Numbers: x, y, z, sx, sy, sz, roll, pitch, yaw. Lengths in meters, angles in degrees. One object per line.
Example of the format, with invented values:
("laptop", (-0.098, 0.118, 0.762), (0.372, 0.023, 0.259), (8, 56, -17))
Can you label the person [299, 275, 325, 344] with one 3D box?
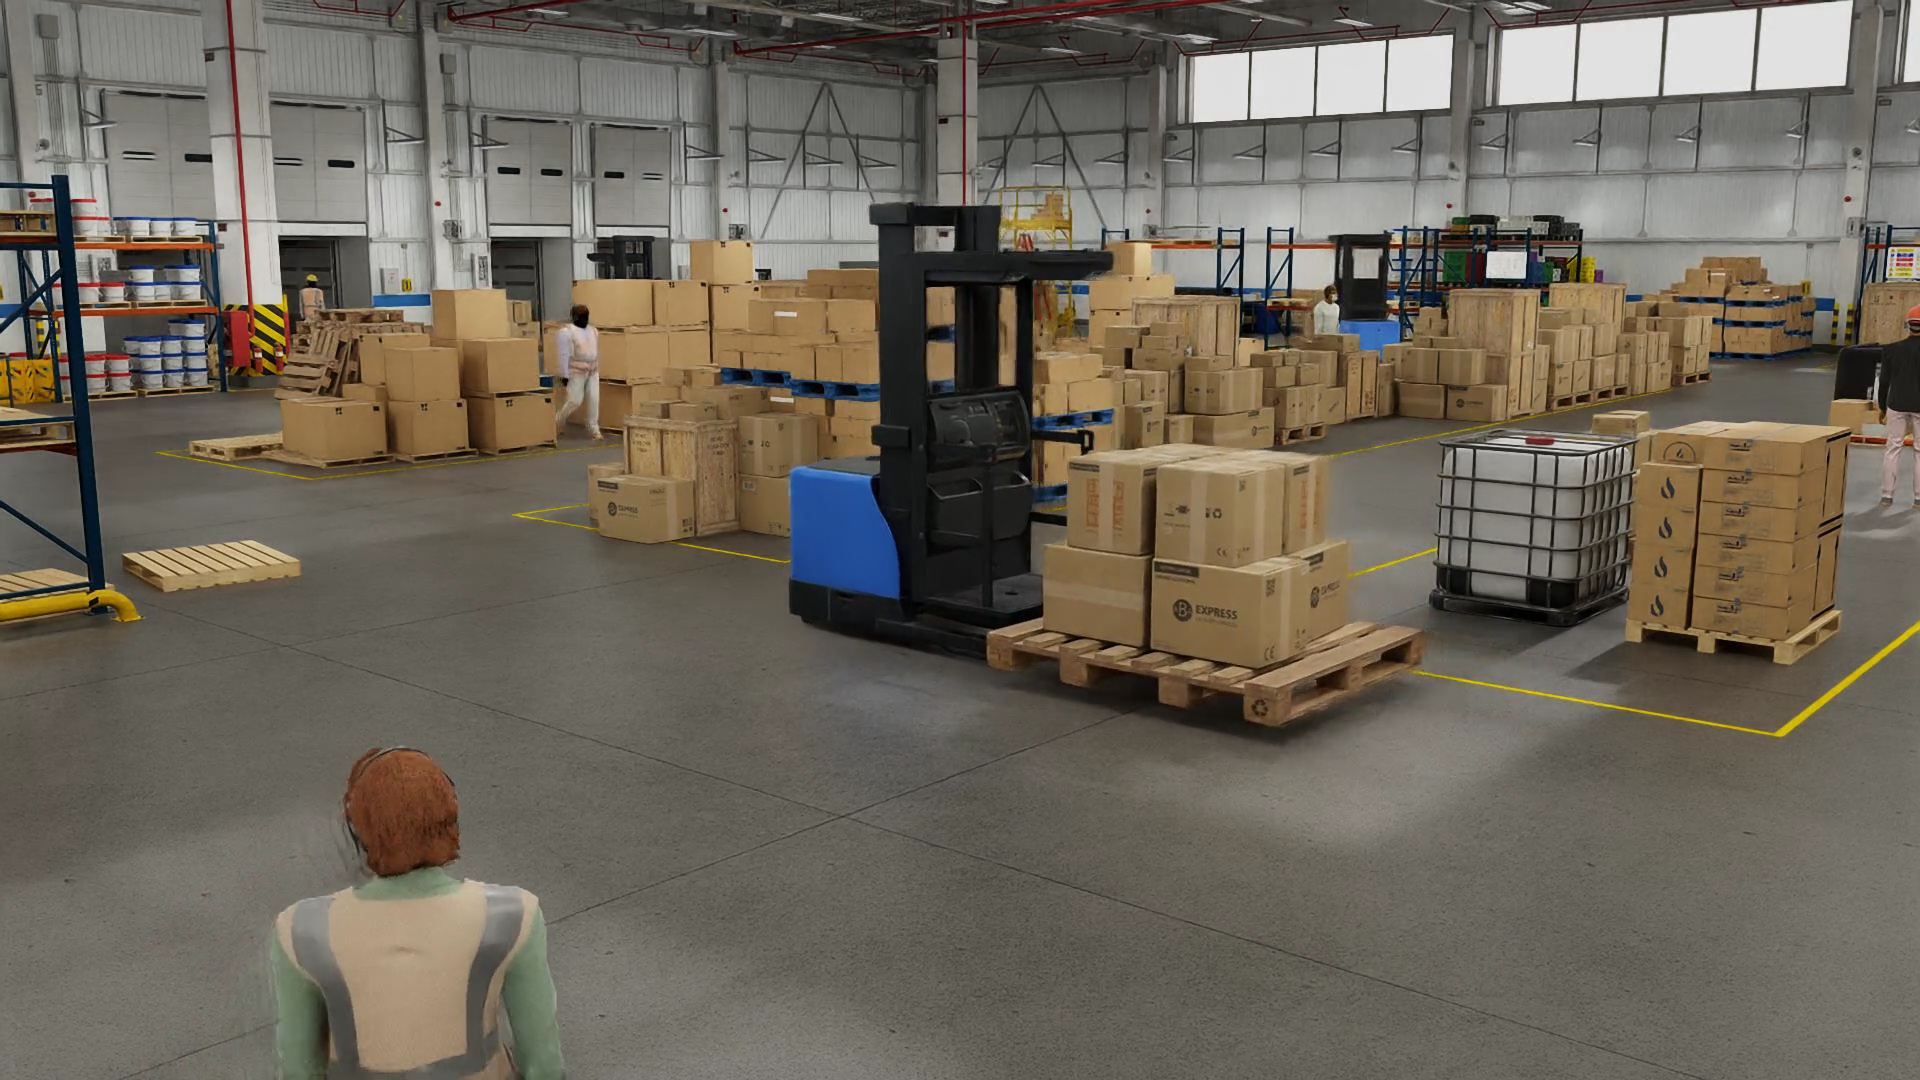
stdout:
("person", (-15.339, -5.324, 39.442), (0.584, 1.919, 0.382), (0, 10, 2))

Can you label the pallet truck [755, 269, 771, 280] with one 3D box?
("pallet truck", (-4.996, -6.432, 45.525), (1.885, 1.965, 0.823), (-6, 12, -32))

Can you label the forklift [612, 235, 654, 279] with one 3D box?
("forklift", (-7.300, -5.450, 37.421), (1.873, 2.768, 1.129), (8, 13, 40))

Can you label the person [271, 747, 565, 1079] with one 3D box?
("person", (-1.019, 1.188, 3.185), (0.537, 1.619, 0.558), (-3, 10, -15))

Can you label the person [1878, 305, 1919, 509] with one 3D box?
("person", (9.342, -1.301, 16.319), (0.612, 1.995, 0.376), (7, 12, 35))

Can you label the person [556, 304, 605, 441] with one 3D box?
("person", (-5.068, -2.221, 22.074), (0.694, 1.825, 0.634), (8, 13, 40))

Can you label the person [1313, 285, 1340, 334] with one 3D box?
("person", (6.217, -3.358, 28.237), (0.625, 1.931, 0.370), (-10, 14, -43))

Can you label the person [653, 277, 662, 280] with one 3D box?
("person", (-6.517, -4.726, 36.024), (0.632, 1.930, 0.387), (-5, 11, -25))

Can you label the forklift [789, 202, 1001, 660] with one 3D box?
("forklift", (-0.155, -0.791, 10.893), (1.873, 2.768, 1.129), (8, 13, 40))

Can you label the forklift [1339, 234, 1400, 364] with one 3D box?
("forklift", (8.239, -4.823, 33.851), (1.129, 2.768, 1.873), (0, 10, -1))
